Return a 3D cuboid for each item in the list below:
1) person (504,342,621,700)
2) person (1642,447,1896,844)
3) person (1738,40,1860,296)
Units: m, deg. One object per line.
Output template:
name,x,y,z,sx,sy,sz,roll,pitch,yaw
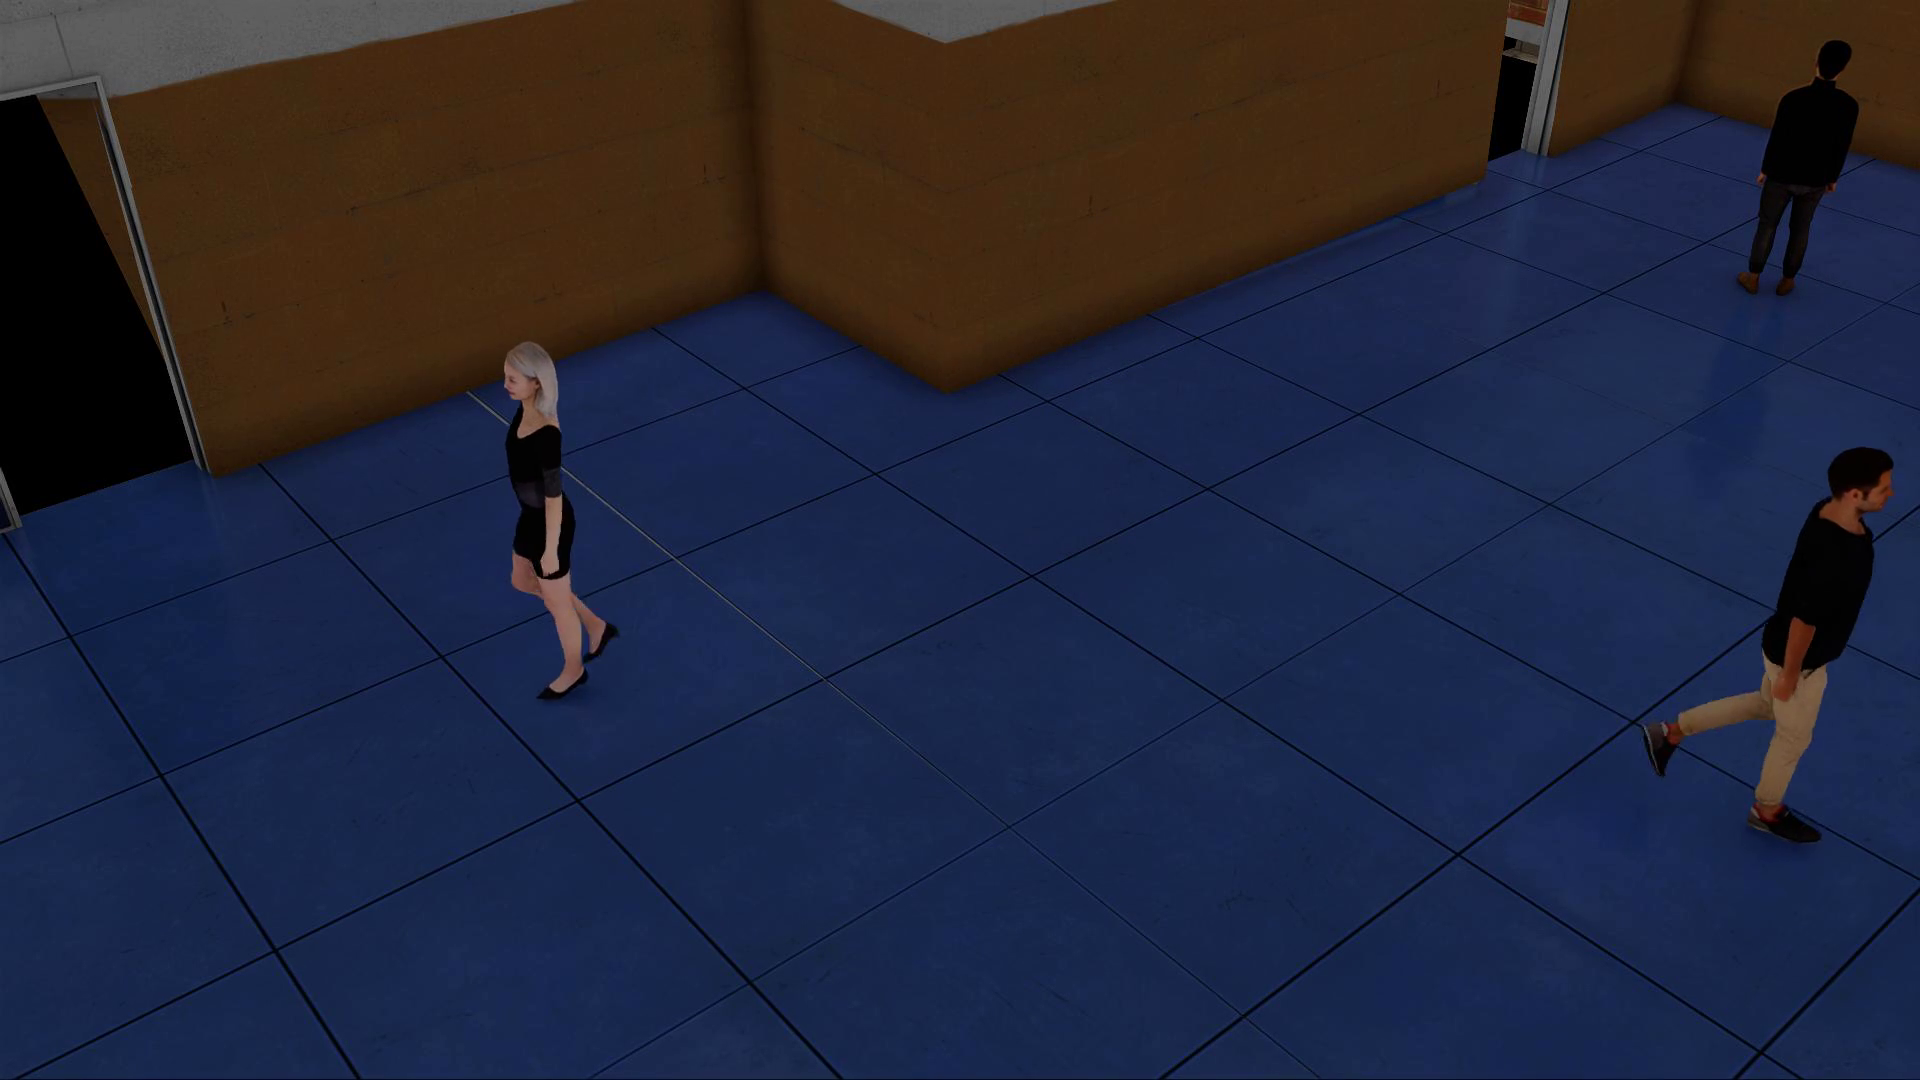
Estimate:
person,-1.755,-0.074,7.400,0.741,1.821,0.668,-16,37,-23
person,3.257,0.407,6.638,1.115,1.840,0.921,15,37,22
person,5.598,-2.467,11.087,0.677,1.723,0.787,9,35,13
